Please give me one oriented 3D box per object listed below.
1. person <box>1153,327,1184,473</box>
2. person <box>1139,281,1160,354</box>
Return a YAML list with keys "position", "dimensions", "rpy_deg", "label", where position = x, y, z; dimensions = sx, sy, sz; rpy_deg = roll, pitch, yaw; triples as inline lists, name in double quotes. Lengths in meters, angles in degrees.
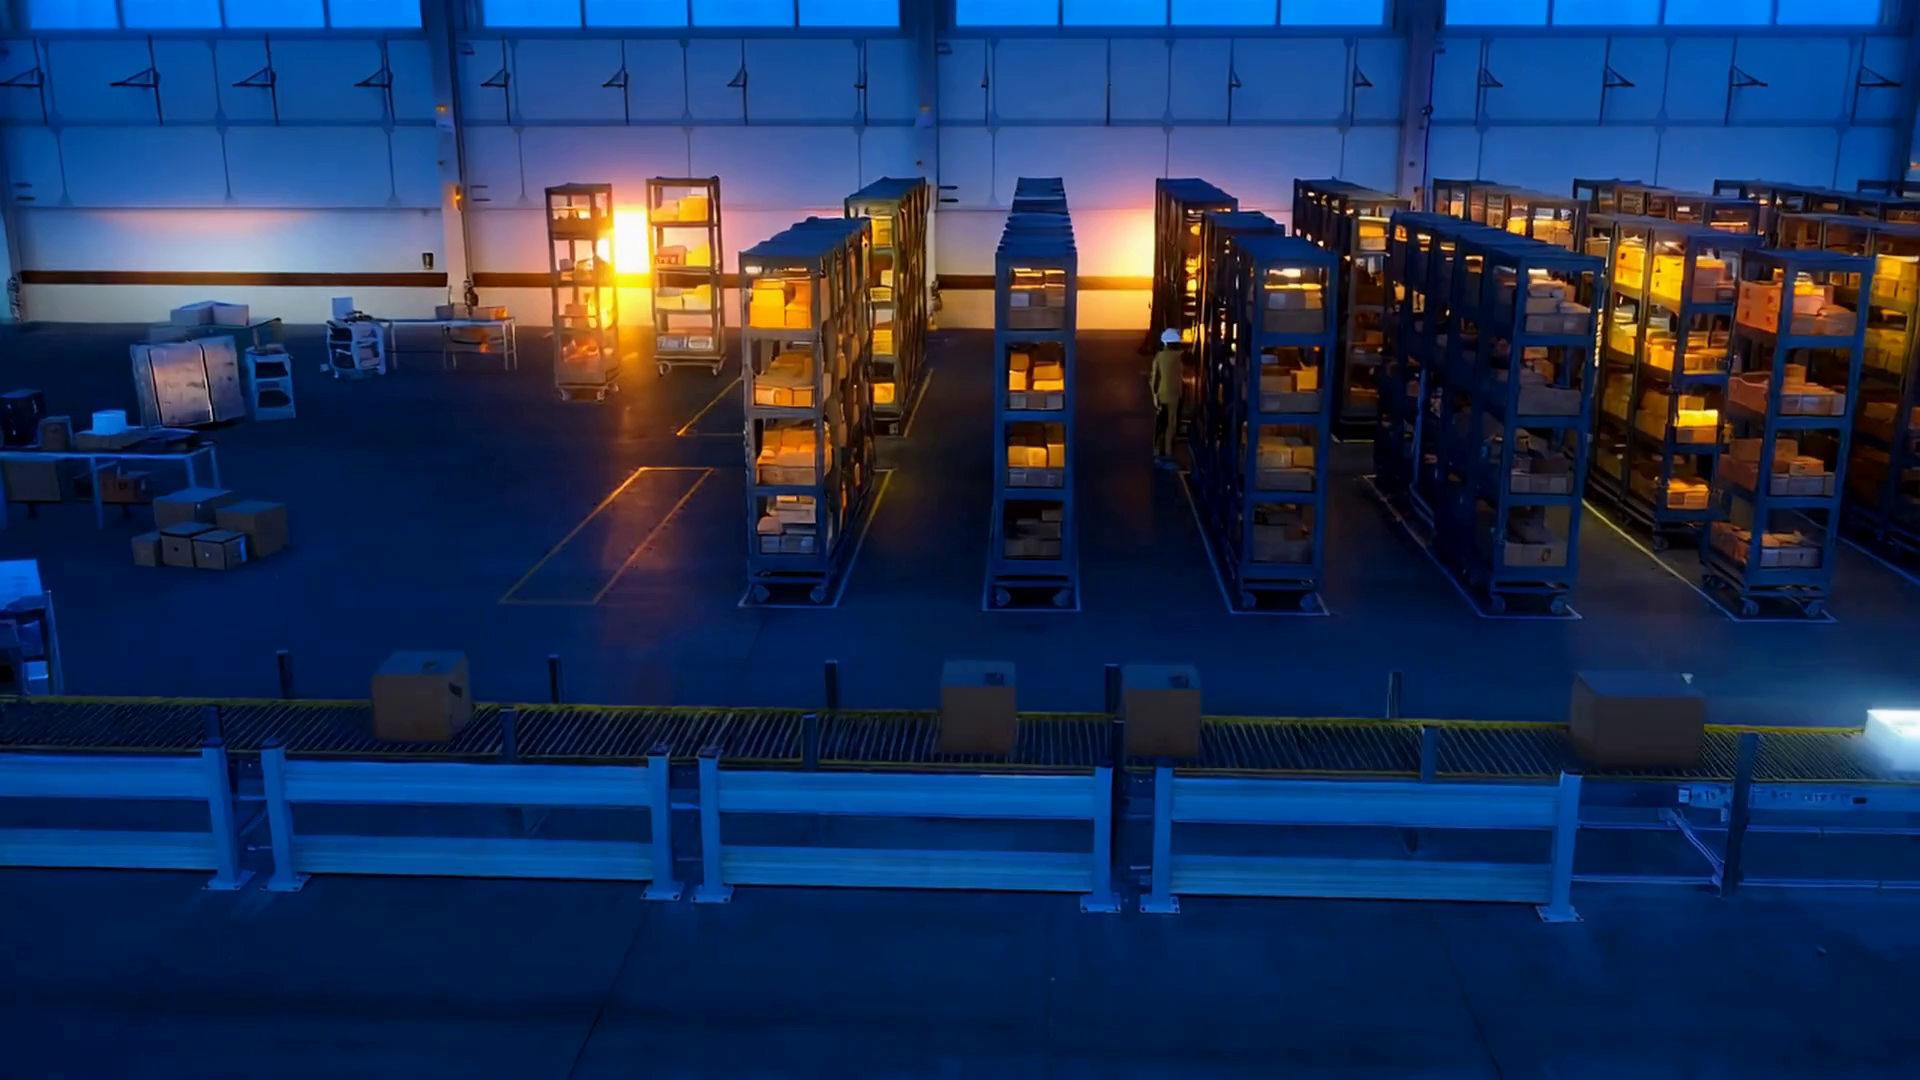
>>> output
- position: [2.884, -1.941, 22.965]
  dimensions: [0.375, 1.995, 0.609]
  rpy_deg: [12, 19, 38]
  label: "person"
- position: [4.062, -4.587, 33.184]
  dimensions: [0.996, 1.784, 0.572]
  rpy_deg: [1, 15, 3]
  label: "person"
